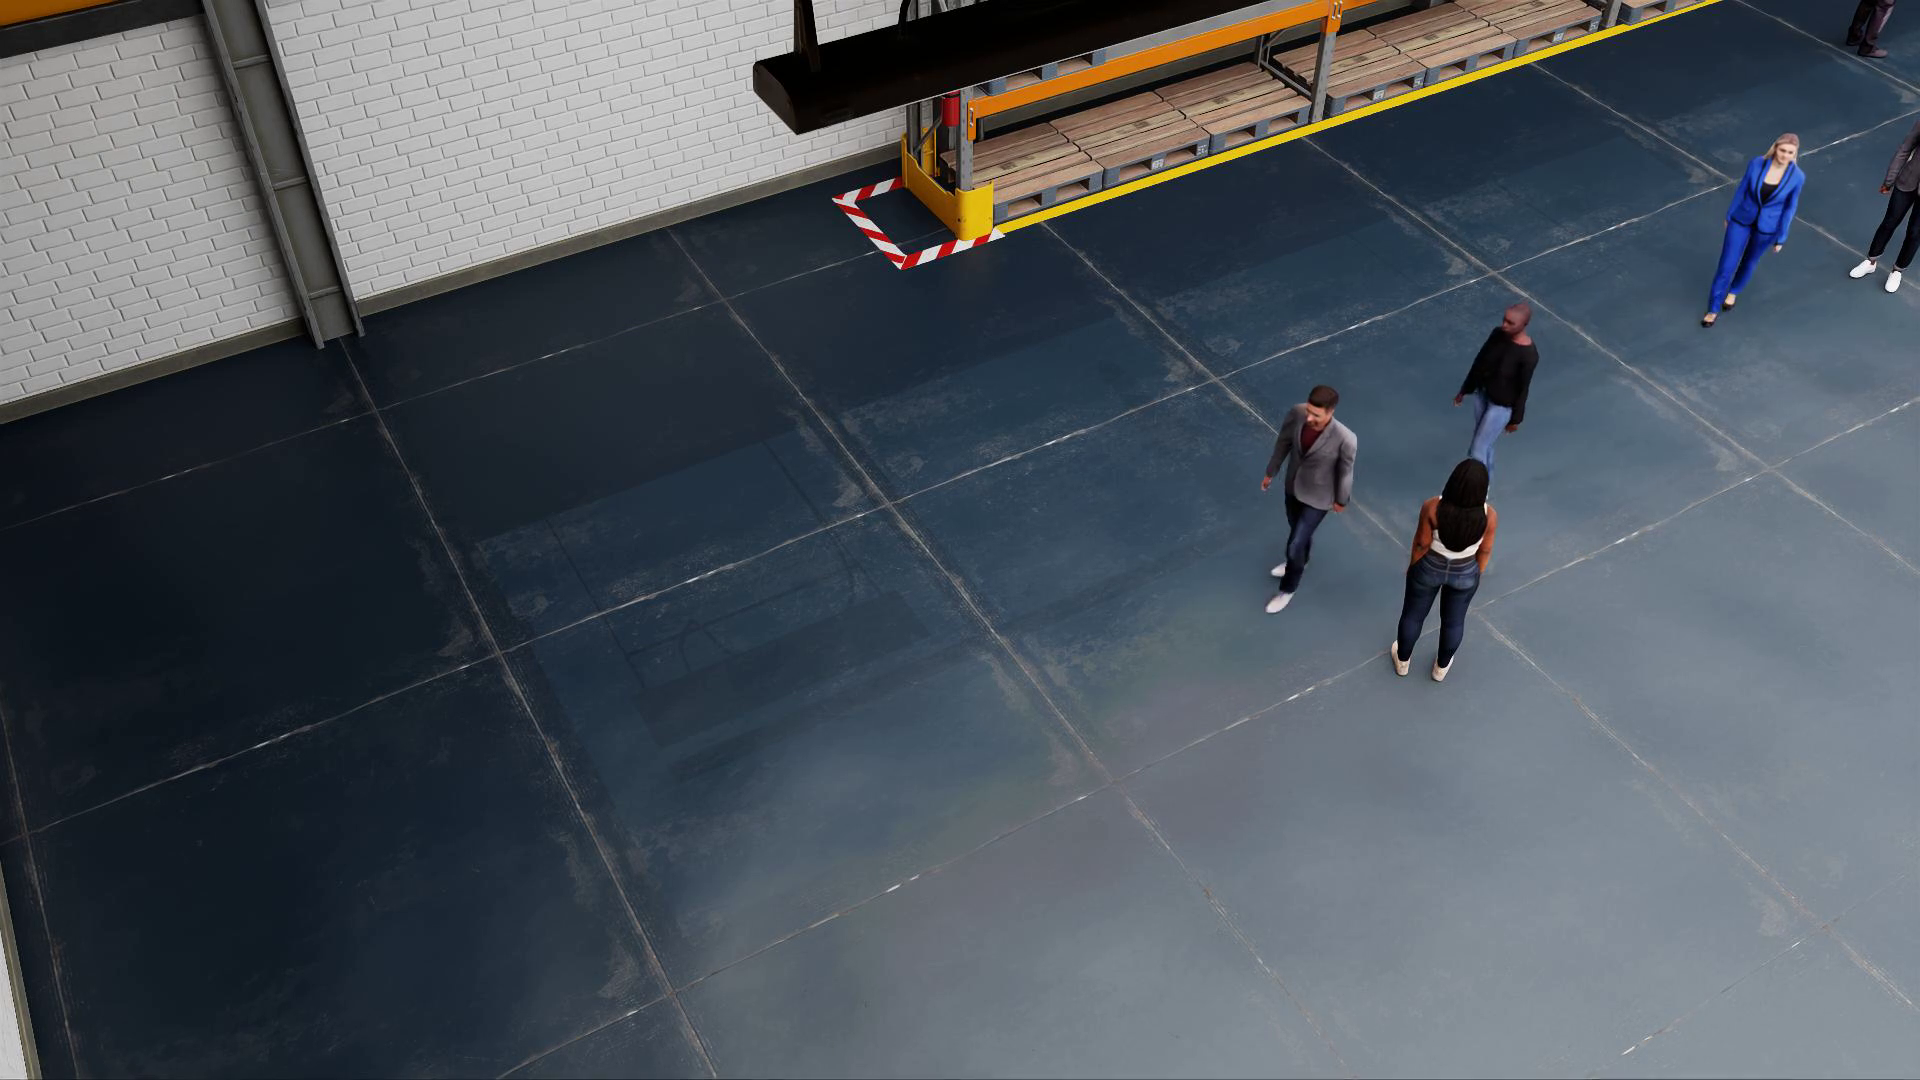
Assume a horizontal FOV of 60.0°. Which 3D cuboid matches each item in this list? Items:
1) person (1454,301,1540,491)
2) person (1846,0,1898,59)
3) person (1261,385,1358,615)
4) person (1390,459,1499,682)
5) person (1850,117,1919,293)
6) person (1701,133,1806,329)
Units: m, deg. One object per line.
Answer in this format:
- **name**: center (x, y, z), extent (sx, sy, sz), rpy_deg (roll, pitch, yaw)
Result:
- **person**: center (3.878, -1.000, 11.865), extent (0.709, 1.737, 0.654), rpy_deg (-15, 46, -15)
- **person**: center (9.485, -5.839, 16.864), extent (0.726, 1.847, 0.737), rpy_deg (-3, 44, -3)
- **person**: center (2.388, -0.357, 11.116), extent (0.854, 1.839, 0.773), rpy_deg (-23, 48, -22)
- **person**: center (3.081, 0.201, 10.552), extent (0.743, 1.809, 0.805), rpy_deg (10, 45, 10)
- **person**: center (7.999, -2.929, 13.832), extent (0.683, 1.817, 0.787), rpy_deg (-34, 53, -31)
- **person**: center (6.502, -2.595, 13.583), extent (0.911, 1.676, 1.036), rpy_deg (21, 47, 21)
